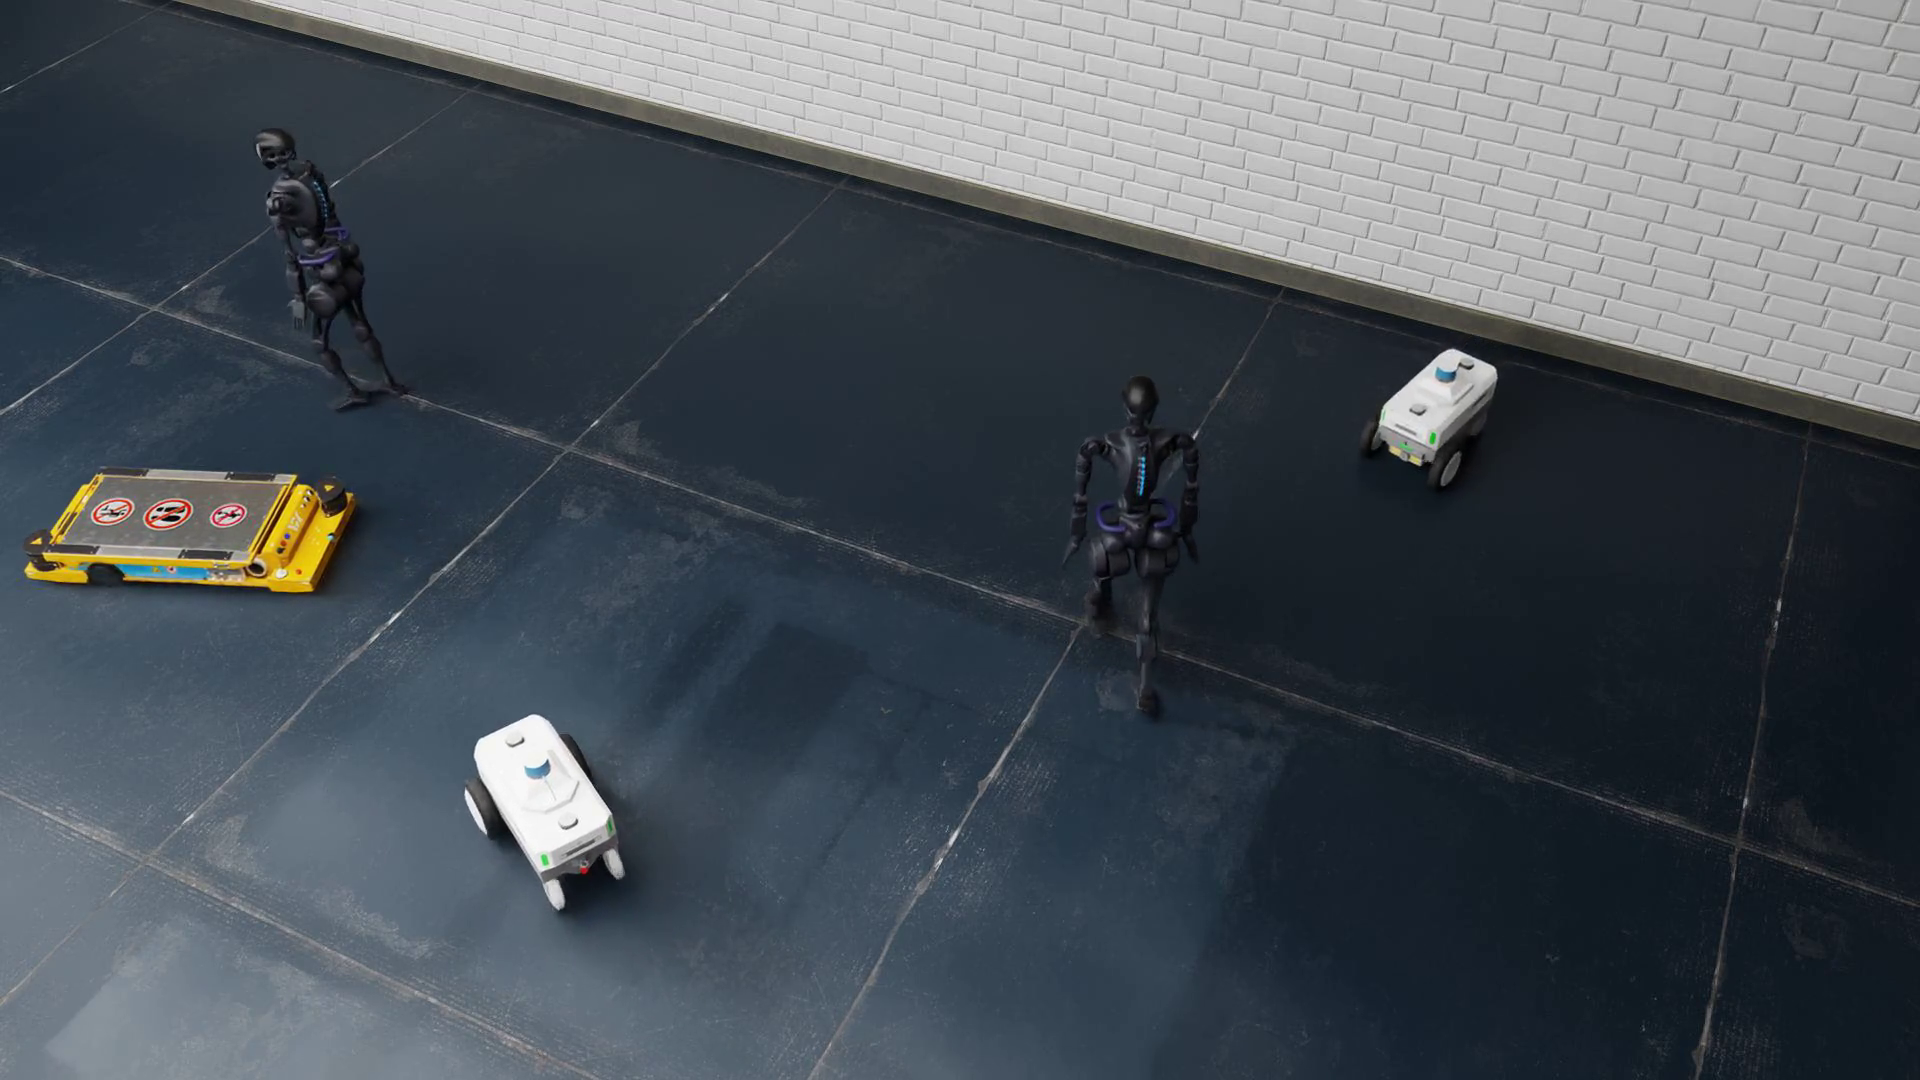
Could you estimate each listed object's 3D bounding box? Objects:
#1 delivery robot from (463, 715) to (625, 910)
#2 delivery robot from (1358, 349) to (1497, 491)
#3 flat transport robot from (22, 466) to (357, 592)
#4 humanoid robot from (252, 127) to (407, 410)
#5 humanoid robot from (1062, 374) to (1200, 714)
[{"bbox_3d":[-1.721,1.082,6.892,0.499,0.614,0.802,-25,49,-25],"label":"delivery robot"},{"bbox_3d":[2.503,-0.666,8.775,0.499,0.611,0.814,31,51,29],"label":"delivery robot"},{"bbox_3d":[-3.839,-0.052,8.312,1.431,0.231,0.659,2,43,3],"label":"flat transport robot"},{"bbox_3d":[-3.315,-1.400,8.732,0.404,1.637,0.596,5,43,5],"label":"humanoid robot"},{"bbox_3d":[0.759,-0.028,7.283,0.612,1.621,0.785,-5,43,-5],"label":"humanoid robot"}]
